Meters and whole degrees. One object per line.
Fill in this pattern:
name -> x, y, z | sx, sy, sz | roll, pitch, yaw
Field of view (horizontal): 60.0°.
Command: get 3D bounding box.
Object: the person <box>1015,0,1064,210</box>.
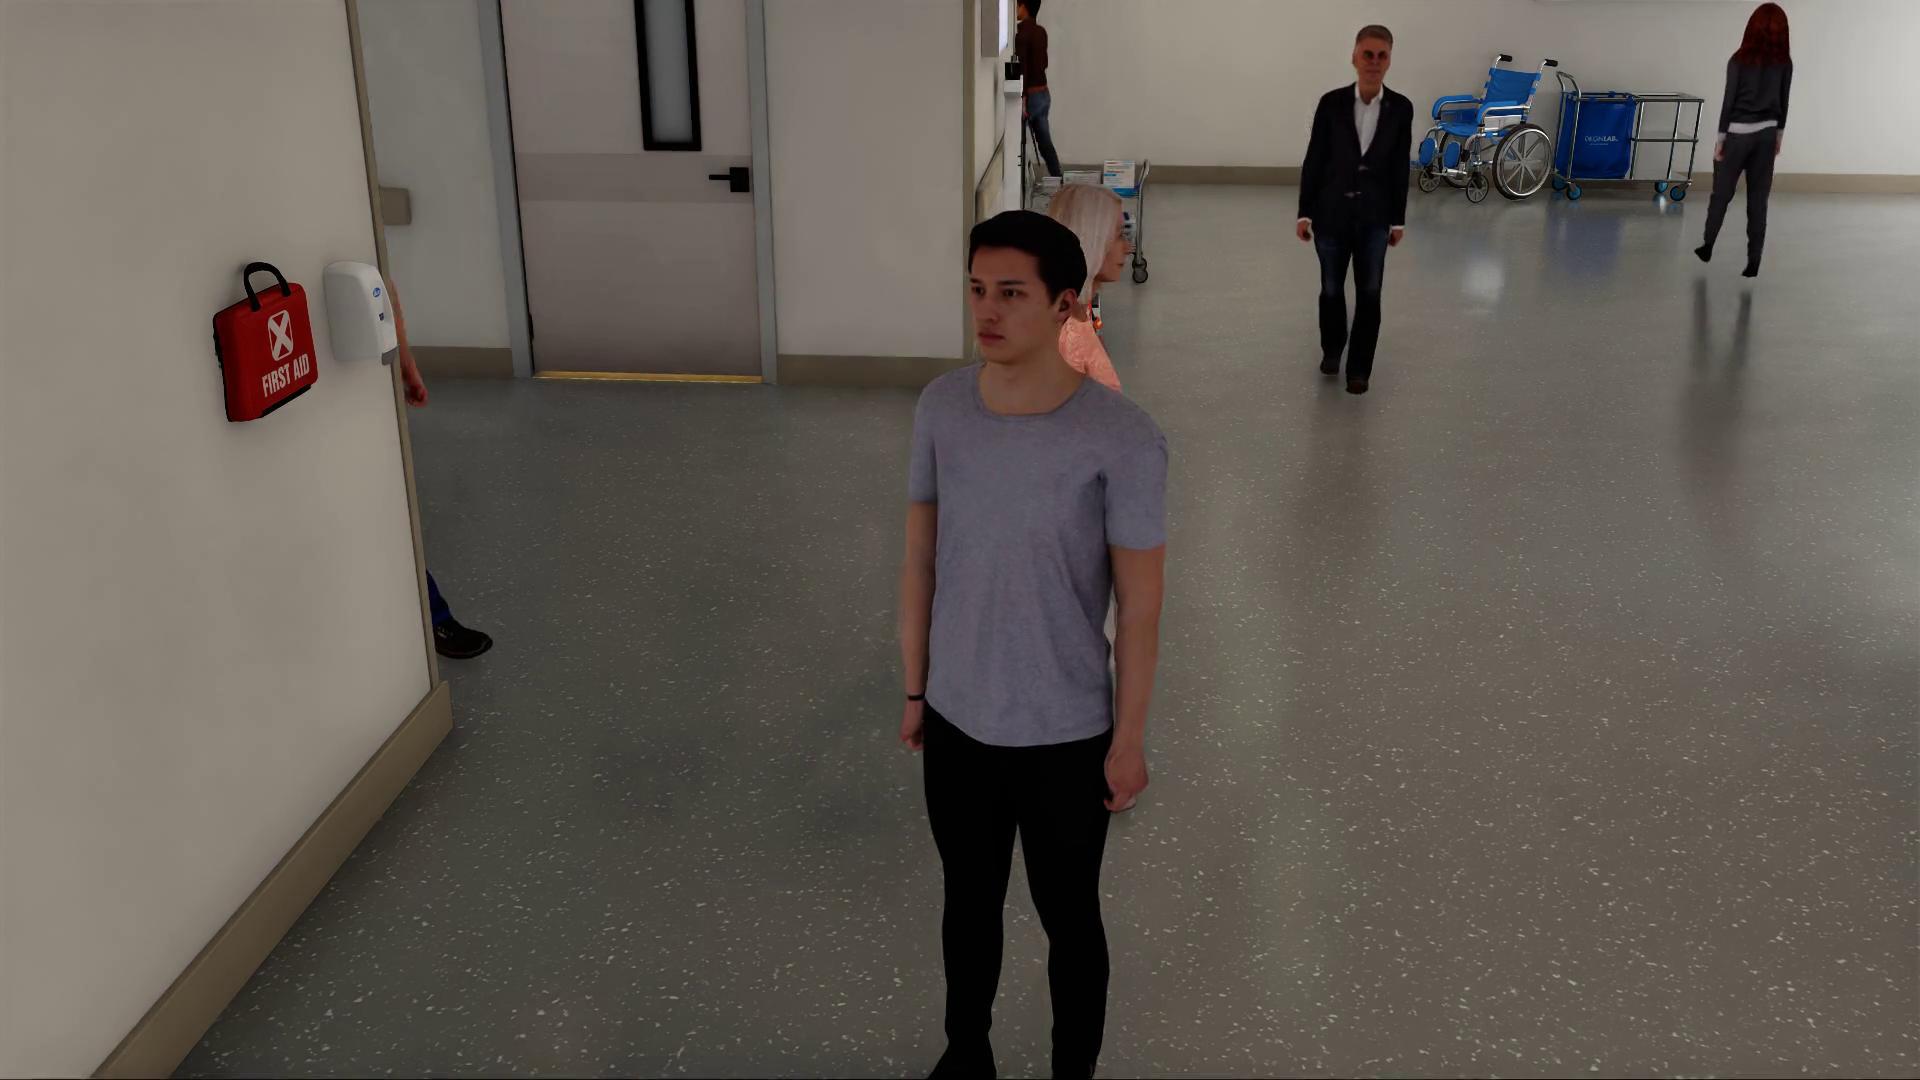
person -> 0.641, -3.430, 13.181 | 1.048, 1.732, 1.160 | 12, 24, 29

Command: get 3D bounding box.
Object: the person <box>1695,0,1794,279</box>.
person -> 5.165, -2.538, 10.834 | 0.639, 1.726, 1.181 | 3, 21, 7

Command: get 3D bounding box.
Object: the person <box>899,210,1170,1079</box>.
person -> 0.120, 0.323, 3.086 | 0.733, 1.863, 0.705 | 12, 24, 28

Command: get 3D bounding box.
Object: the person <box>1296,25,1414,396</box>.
person -> 1.993, -1.668, 8.467 | 0.805, 1.776, 1.159 | 5, 21, 13
